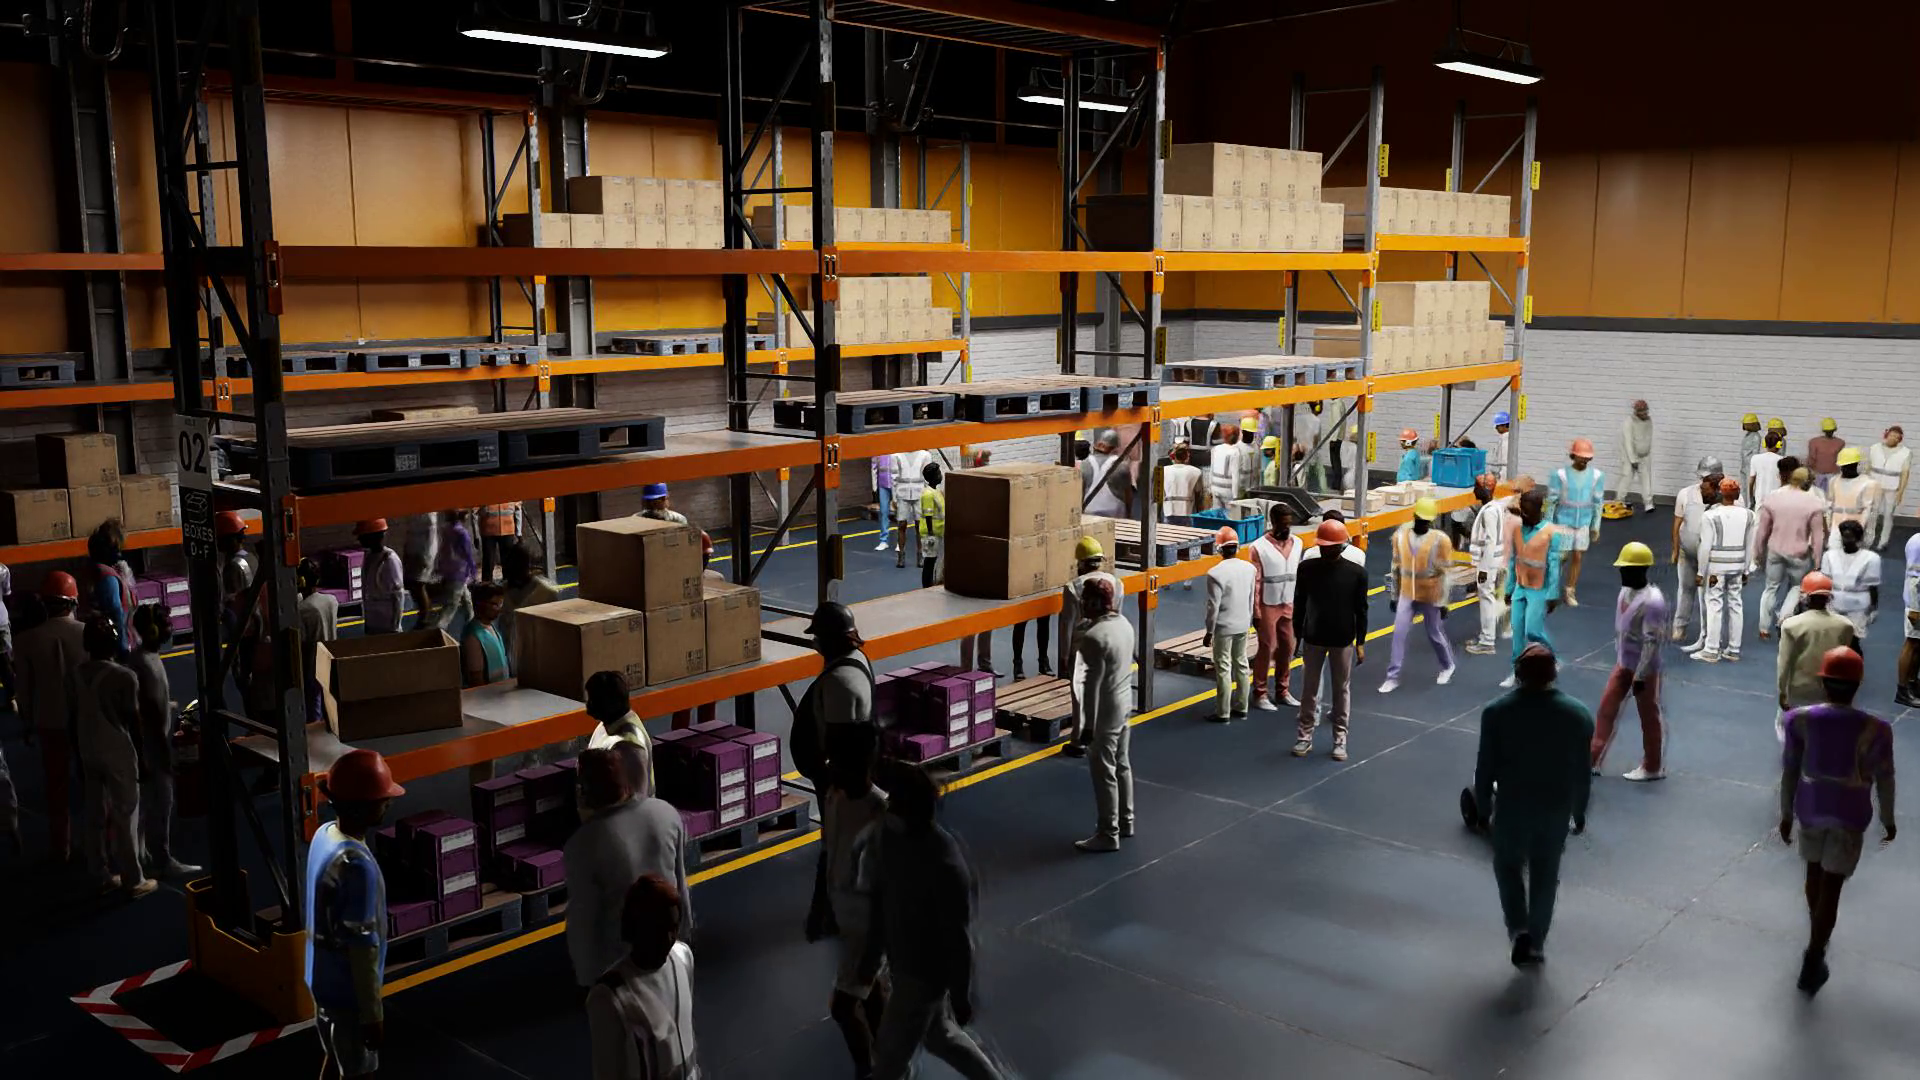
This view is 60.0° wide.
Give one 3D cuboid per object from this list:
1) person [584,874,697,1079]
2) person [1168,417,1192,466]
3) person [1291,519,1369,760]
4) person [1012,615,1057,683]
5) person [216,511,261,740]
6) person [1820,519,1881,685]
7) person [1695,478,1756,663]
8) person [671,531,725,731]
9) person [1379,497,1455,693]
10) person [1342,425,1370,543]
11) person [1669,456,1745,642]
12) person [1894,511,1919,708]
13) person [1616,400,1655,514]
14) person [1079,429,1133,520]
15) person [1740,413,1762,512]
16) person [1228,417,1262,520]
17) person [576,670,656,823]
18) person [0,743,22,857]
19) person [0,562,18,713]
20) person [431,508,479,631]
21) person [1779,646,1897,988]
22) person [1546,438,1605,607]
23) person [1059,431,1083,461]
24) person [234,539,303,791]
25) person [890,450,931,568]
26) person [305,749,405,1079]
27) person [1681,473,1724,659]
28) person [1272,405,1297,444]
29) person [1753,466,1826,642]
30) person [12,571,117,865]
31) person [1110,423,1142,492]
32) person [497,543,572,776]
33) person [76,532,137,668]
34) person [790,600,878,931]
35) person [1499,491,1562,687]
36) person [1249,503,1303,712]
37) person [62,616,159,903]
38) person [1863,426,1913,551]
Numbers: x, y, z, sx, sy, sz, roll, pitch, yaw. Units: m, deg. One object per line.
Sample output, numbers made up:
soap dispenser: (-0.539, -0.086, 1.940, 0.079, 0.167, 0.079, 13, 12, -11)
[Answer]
person: (-1.126, 2.128, 6.055, 0.359, 1.882, 0.575, 4, 10, 21)
person: (3.844, -1.593, 28.976, 0.514, 1.645, 0.309, -6, 11, -33)
person: (3.014, 0.809, 13.608, 0.611, 1.990, 0.392, 4, 10, 23)
person: (0.728, 0.402, 16.129, 0.602, 1.959, 0.371, -3, 10, -18)
person: (-5.962, 0.769, 13.739, 0.405, 2.035, 0.601, -2, 10, -13)
person: (8.312, 0.624, 15.569, 0.381, 1.688, 0.540, -7, 12, -36)
person: (7.762, 0.310, 16.906, 0.575, 1.881, 0.356, -1, 10, -7)
person: (-2.063, 0.895, 13.078, 0.381, 1.994, 0.619, 8, 13, 41)
person: (4.400, 0.500, 15.848, 0.605, 1.881, 0.916, 8, 12, 40)
person: (5.756, -0.807, 24.100, 0.384, 1.707, 0.575, 0, 10, 0)
person: (7.893, 0.110, 17.631, 0.688, 2.000, 0.536, 6, 11, 32)
person: (8.846, 0.564, 15.225, 0.551, 1.936, 0.356, -8, 13, -40)
person: (10.998, -1.351, 26.970, 0.680, 1.842, 0.850, -3, 10, -18)
person: (1.788, -0.411, 20.737, 0.701, 2.000, 0.837, 5, 11, 25)
person: (12.224, -1.105, 25.802, 0.322, 1.737, 0.485, 1, 10, 6)
person: (3.979, -0.757, 23.187, 0.585, 1.918, 0.400, -6, 11, -30)
person: (-1.908, 1.616, 9.239, 0.429, 1.839, 0.634, -3, 10, -19)
person: (-5.657, 1.655, 9.409, 0.888, 1.701, 0.561, 8, 12, 40)
person: (-8.697, 0.756, 14.820, 0.316, 1.691, 0.535, 4, 10, 23)
person: (-5.266, 0.394, 17.296, 0.865, 1.591, 0.522, -8, 12, -38)
person: (5.027, 1.541, 9.524, 0.572, 1.883, 0.975, 8, 13, 41)
person: (7.248, -0.215, 19.636, 0.624, 2.017, 0.575, 1, 10, 5)
person: (1.587, -0.684, 23.260, 0.295, 1.744, 0.485, 9, 13, 42)
person: (-5.266, 0.949, 12.841, 0.613, 1.965, 0.361, -9, 13, -42)
person: (-0.654, -0.580, 22.095, 0.538, 1.929, 0.382, 0, 10, -2)
person: (-2.566, 1.884, 7.104, 0.454, 2.029, 0.621, -6, 11, -34)
person: (7.713, 0.266, 17.065, 0.386, 1.917, 0.596, 2, 10, 9)
person: (5.873, -1.959, 30.514, 0.589, 1.855, 1.056, -7, 12, -37)
person: (8.825, 0.159, 17.736, 0.712, 1.903, 0.472, 9, 13, 42)
person: (-6.029, 1.198, 11.266, 0.611, 1.996, 0.378, -4, 10, -24)
person: (2.943, -1.742, 29.167, 0.664, 1.887, 0.444, 1, 10, 7)
person: (-3.370, 0.915, 13.337, 0.609, 1.879, 0.855, 5, 11, 26)
person: (-7.067, 0.842, 13.854, 0.633, 1.843, 0.429, 9, 13, 44)
person: (-0.772, 1.354, 10.201, 0.536, 2.000, 0.684, 1, 10, 3)
person: (5.453, 0.474, 15.879, 0.532, 1.898, 0.616, -4, 10, -23)
person: (2.858, 0.602, 15.103, 0.605, 1.903, 0.390, -6, 11, -32)
person: (-5.405, 1.394, 10.580, 0.503, 1.839, 0.348, 2, 10, 10)
person: (12.878, -0.696, 23.163, 0.600, 1.792, 0.857, 9, 13, 42)
